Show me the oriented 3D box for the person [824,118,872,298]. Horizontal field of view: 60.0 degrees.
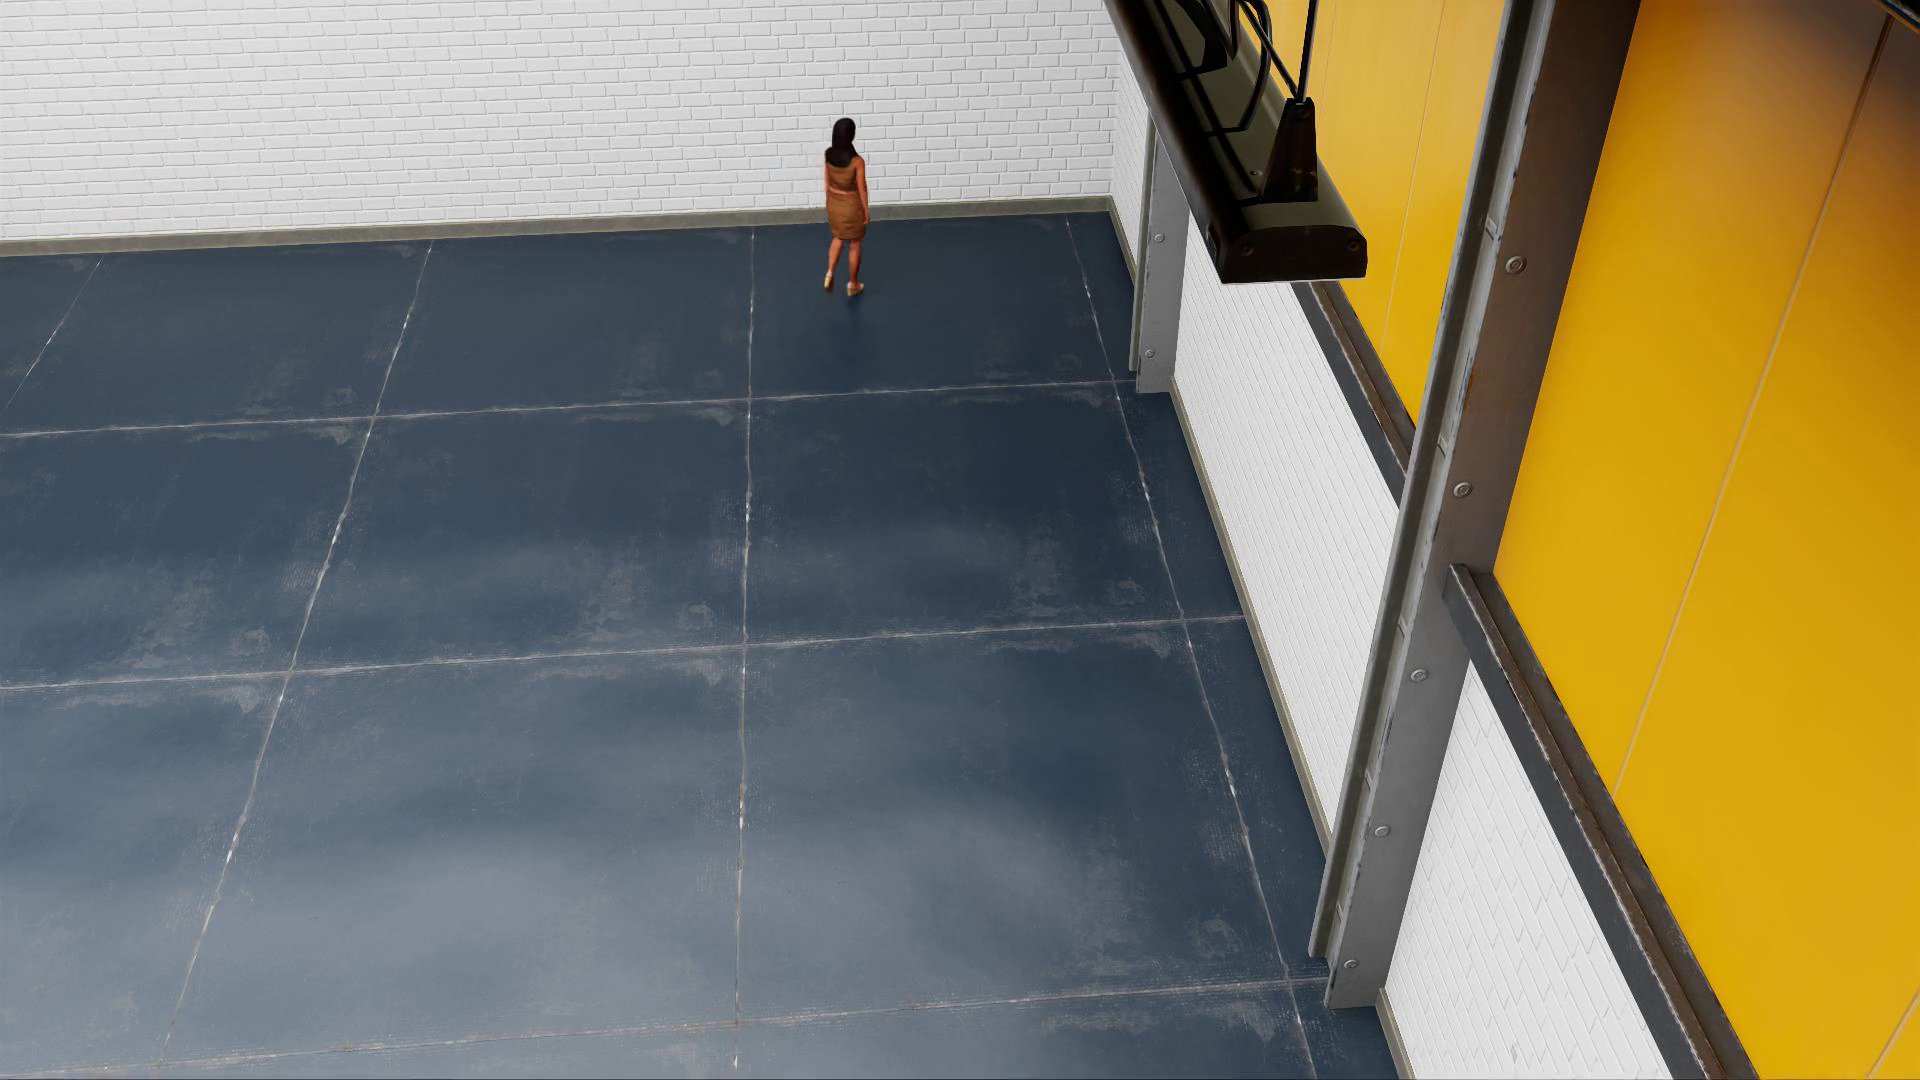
[{"bbox_3d":[-1.021,-2.795,14.273,0.778,1.674,0.864,19,42,22],"label":"person"}]
